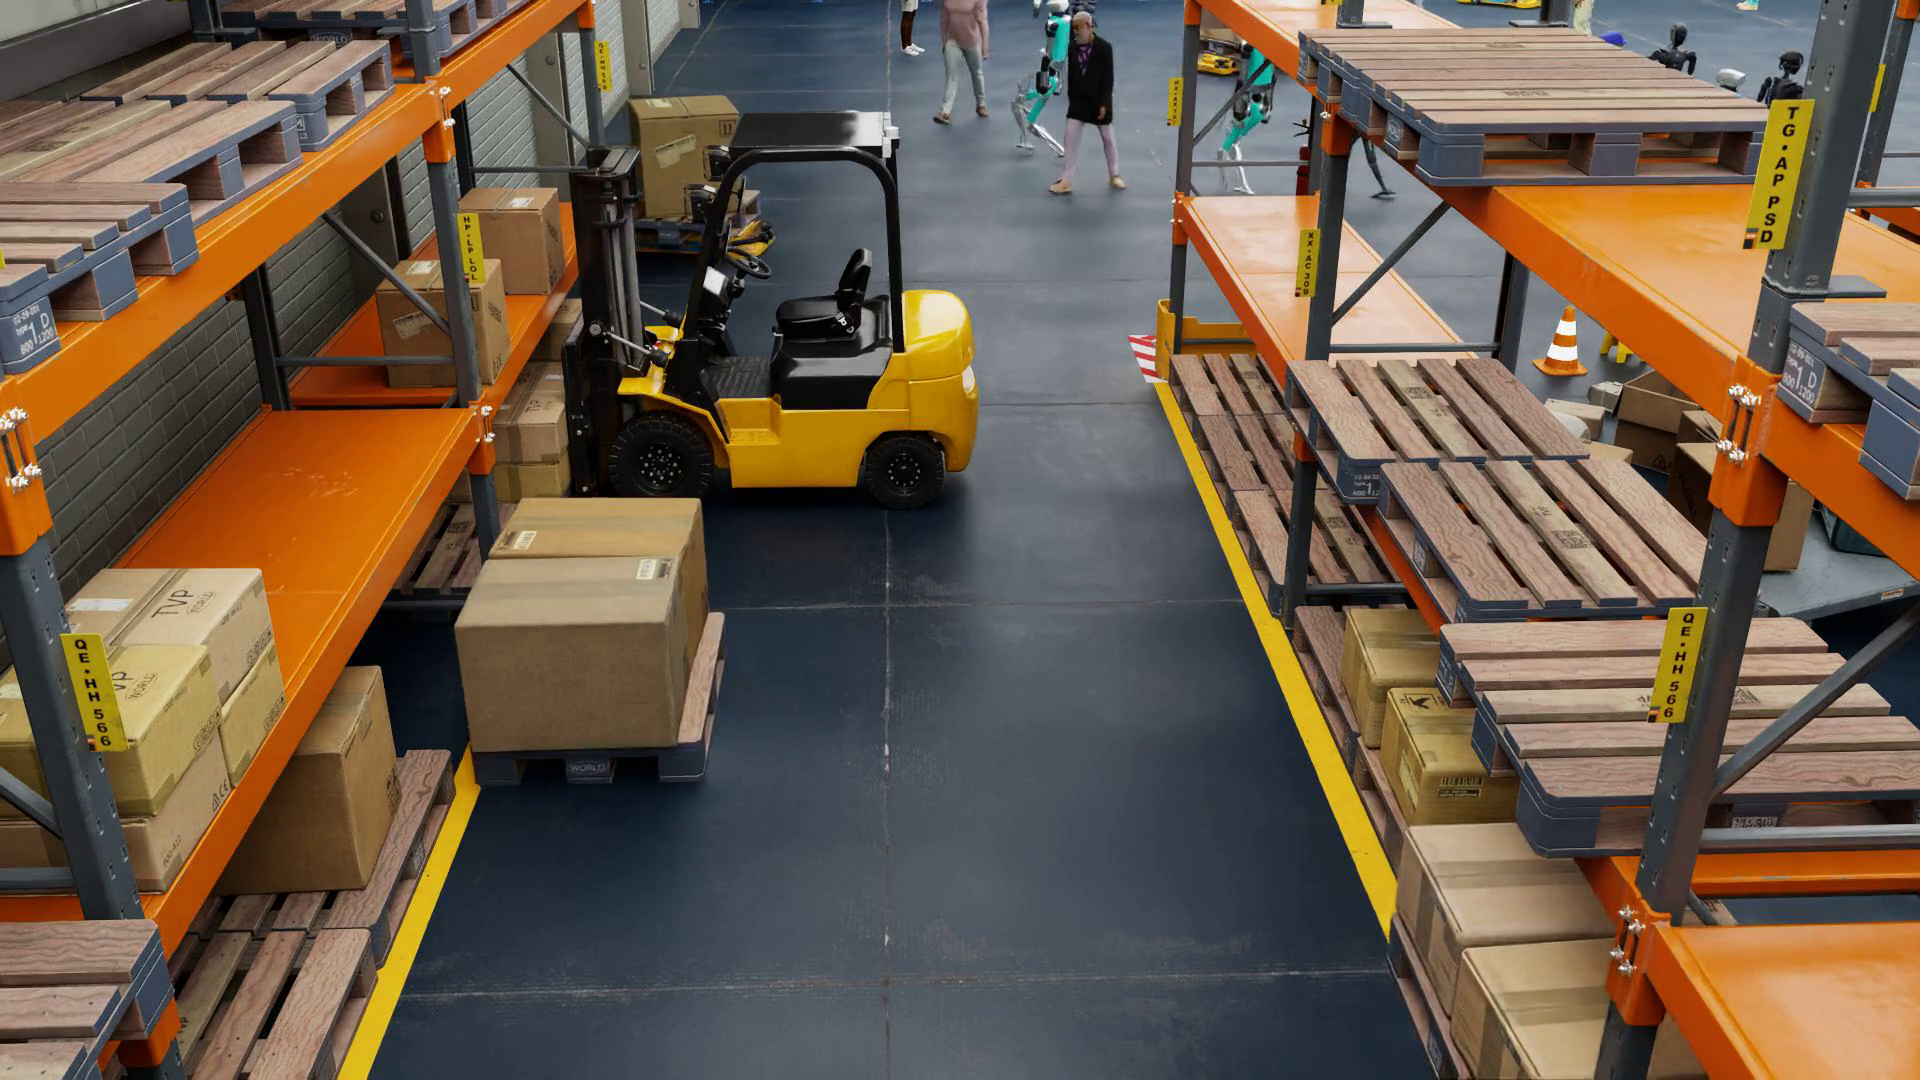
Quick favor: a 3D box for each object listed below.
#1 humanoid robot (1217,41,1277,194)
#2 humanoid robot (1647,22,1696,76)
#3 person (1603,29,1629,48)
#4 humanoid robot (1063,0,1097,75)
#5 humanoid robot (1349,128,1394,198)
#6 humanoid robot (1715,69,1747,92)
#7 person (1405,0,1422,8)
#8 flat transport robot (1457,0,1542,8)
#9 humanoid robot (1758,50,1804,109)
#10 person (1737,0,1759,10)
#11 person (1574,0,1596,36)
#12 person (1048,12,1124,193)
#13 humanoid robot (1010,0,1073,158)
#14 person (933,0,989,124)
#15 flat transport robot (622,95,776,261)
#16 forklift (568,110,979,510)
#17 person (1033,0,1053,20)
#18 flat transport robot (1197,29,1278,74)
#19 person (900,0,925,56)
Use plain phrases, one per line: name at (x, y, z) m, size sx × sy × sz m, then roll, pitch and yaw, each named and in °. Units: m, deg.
humanoid robot at (2.839, -4.352, 16.869) m, size 0.546 × 1.857 × 0.666 m, roll -19°, pitch 31°, yaw -35°
humanoid robot at (7.247, -4.492, 17.166) m, size 0.608 × 1.644 × 0.399 m, roll -2°, pitch 25°, yaw -4°
person at (6.310, -4.182, 16.484) m, size 0.472 × 1.705 × 0.457 m, roll -13°, pitch 28°, yaw -25°
humanoid robot at (1.677, -7.313, 23.143) m, size 0.588 × 1.652 × 0.336 m, roll -15°, pitch 29°, yaw -29°
humanoid robot at (4.067, -4.285, 16.794) m, size 0.790 × 1.611 × 0.602 m, roll 19°, pitch 31°, yaw 35°
humanoid robot at (6.660, -3.028, 14.020) m, size 0.925 × 1.783 × 0.540 m, roll 15°, pitch 29°, yaw 29°
person at (6.829, -8.309, 25.074) m, size 0.583 × 1.816 × 0.732 m, roll -3°, pitch 25°, yaw -7°
flat transport robot at (9.752, -9.780, 30.015) m, size 1.431 × 0.231 × 0.659 m, roll 23°, pitch 33°, yaw 39°
humanoid robot at (7.594, -3.739, 15.569) m, size 0.316 × 1.647 × 0.608 m, roll -9°, pitch 27°, yaw -18°
person at (14.032, -10.304, 29.198) m, size 0.369 × 1.917 × 0.491 m, roll 8°, pitch 27°, yaw 17°
person at (8.984, -7.732, 23.830) m, size 0.390 × 1.859 × 0.686 m, roll 18°, pitch 30°, yaw 33°
person at (1.353, -4.462, 16.969) m, size 0.584 × 1.810 × 0.824 m, roll 13°, pitch 28°, yaw 26°
humanoid robot at (0.837, -5.043, 18.270) m, size 1.017 × 1.741 × 0.542 m, roll 12°, pitch 28°, yaw 23°
person at (0.051, -6.027, 20.196) m, size 0.674 × 1.872 × 1.045 m, roll 9°, pitch 27°, yaw 19°
flat transport robot at (-2.455, -2.750, 15.127) m, size 1.431 × 0.231 × 0.659 m, roll 4°, pitch 26°, yaw 9°
forklift at (-1.043, -1.379, 9.976) m, size 2.313 × 2.155 × 1.214 m, roll -1°, pitch 25°, yaw -2°
person at (1.472, -9.662, 28.042) m, size 0.585 × 1.737 × 0.463 m, roll 9°, pitch 27°, yaw 19°
flat transport robot at (4.067, -6.885, 23.883) m, size 1.431 × 0.231 × 0.659 m, roll -16°, pitch 30°, yaw -30°
person at (-0.747, -8.233, 24.829) m, size 0.365 × 1.898 × 0.558 m, roll 6°, pitch 26°, yaw 13°
